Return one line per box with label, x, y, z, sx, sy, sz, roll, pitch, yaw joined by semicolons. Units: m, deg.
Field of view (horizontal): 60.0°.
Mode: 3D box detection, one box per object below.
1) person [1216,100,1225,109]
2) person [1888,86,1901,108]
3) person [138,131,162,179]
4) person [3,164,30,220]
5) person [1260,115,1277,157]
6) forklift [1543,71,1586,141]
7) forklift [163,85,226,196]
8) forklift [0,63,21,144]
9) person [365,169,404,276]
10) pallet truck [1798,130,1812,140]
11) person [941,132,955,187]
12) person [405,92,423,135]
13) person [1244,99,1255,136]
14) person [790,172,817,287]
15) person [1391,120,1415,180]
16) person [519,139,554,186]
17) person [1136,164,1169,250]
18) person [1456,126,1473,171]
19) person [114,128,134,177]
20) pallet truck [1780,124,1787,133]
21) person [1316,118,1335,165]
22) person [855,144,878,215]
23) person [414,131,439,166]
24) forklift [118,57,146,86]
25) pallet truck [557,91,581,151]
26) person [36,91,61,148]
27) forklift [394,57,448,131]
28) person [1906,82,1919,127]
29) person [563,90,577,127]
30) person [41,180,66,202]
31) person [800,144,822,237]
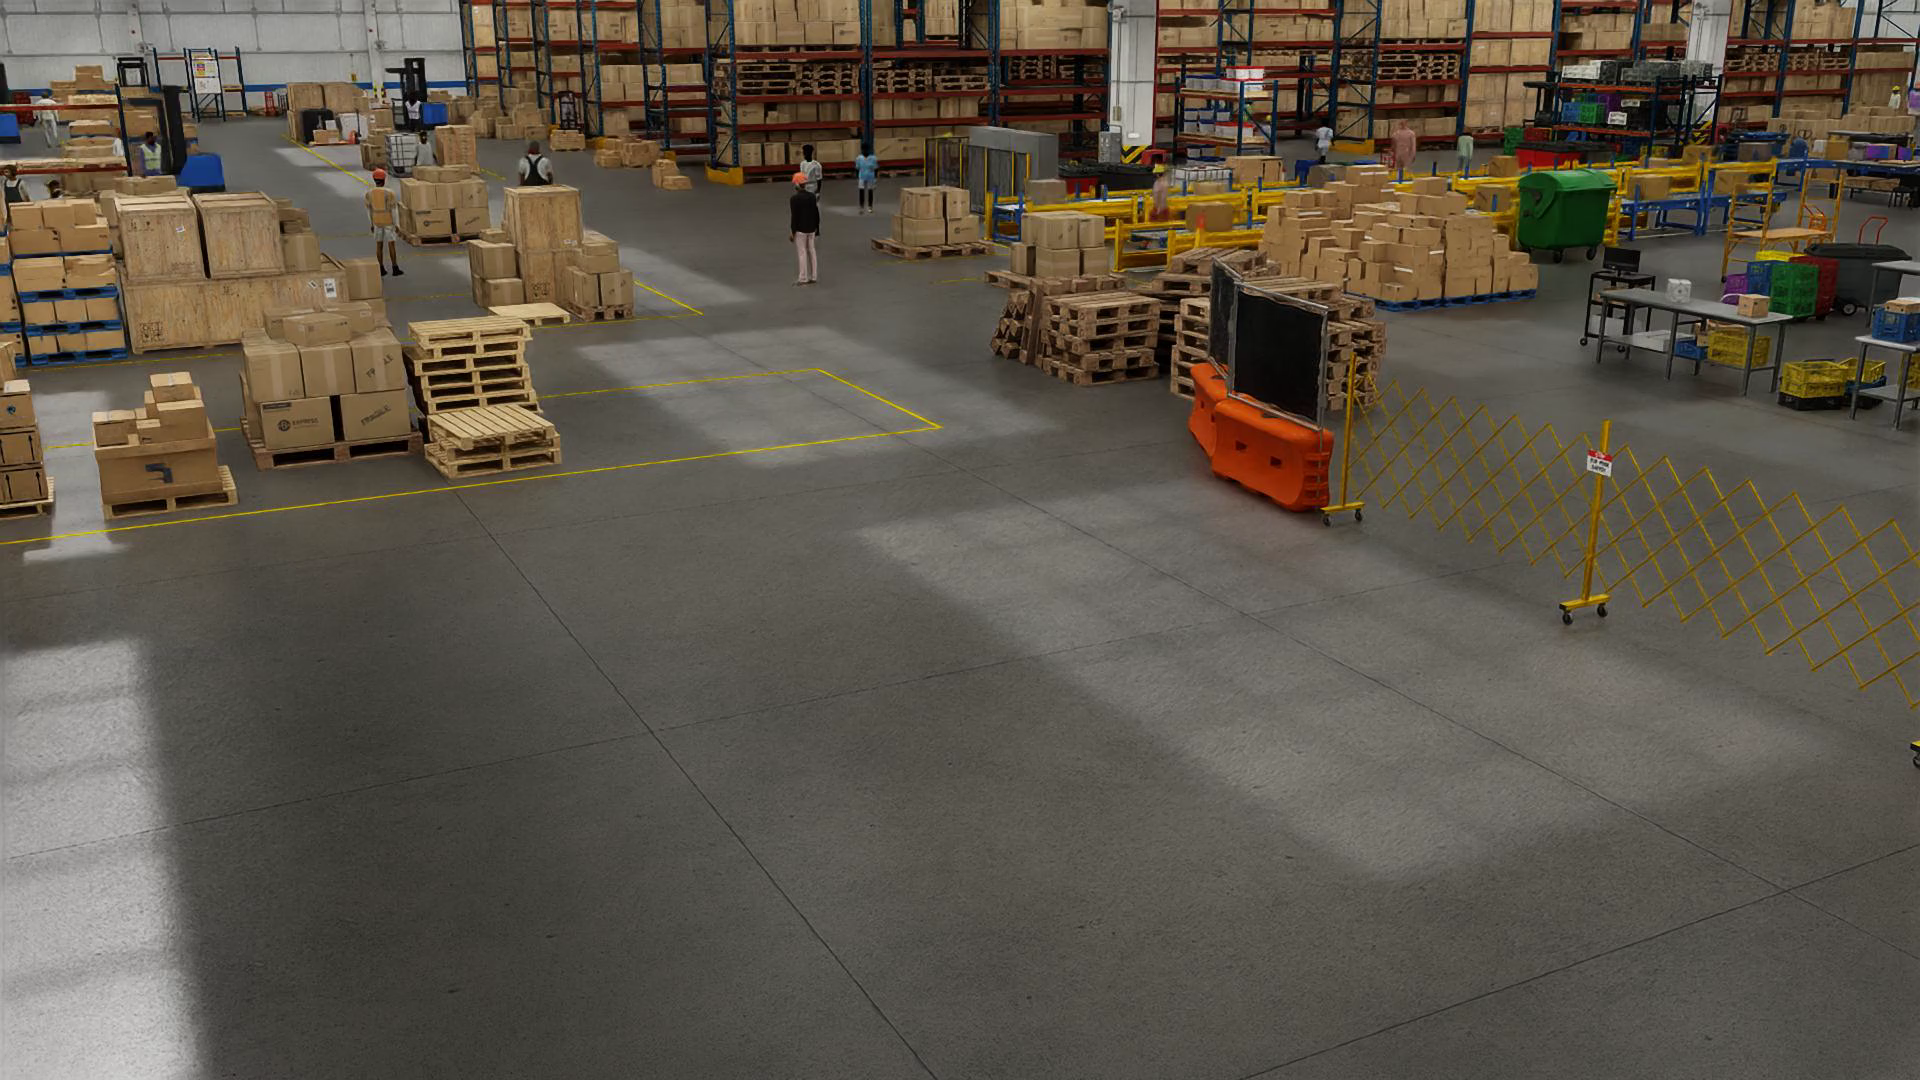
person;9.397;-15.403;60.321;1.056;1.991;0.630;15;23;39
person;36.976;-17.088;65.898;0.301;1.772;0.531;-4;18;-12
person;-19.897;-9.101;40.865;1.018;1.866;0.603;12;21;33
person;-18.384;-6.403;32.470;0.506;1.843;0.351;3;18;8
person;8.798;-11.209;47.492;0.441;1.812;0.611;-12;22;-34
forklift;18.685;-13.231;52.085;1.873;2.768;1.129;-9;20;-26
forklift;-20.135;-10.273;42.861;1.873;2.768;1.129;-9;20;-26
forklift;-34.572;-15.629;59.561;1.129;2.768;1.873;-12;22;-34
person;-10.552;-5.808;30.461;0.543;1.939;0.360;1;18;3
pallet truck;25.526;-11.556;49.408;1.630;1.274;0.653;-9;20;-26
person;-0.341;-9.339;41.765;0.429;1.750;0.577;-5;18;-14
person;-19.188;-14.798;58.541;0.609;1.909;0.386;2;18;6
person;10.504;-15.134;59.978;0.862;1.652;0.557;3;18;9
person;-2.764;-5.454;29.261;0.385;1.997;0.613;14;23;37
person;11.884;-10.281;44.522;0.752;1.870;0.474;12;21;33
person;-9.174;-7.711;36.227;0.697;2.000;0.751;-1;18;-2
person;4.078;-6.740;33.721;0.915;1.722;0.527;-8;19;-23
person;13.896;-10.578;45.824;0.275;1.629;0.509;-14;22;-36
person;-21.370;-9.576;42.401;1.021;1.829;0.584;-10;20;-29
pallet truck;25.206;-12.542;52.601;1.601;1.201;0.680;0;18;-2
person;10.683;-11.561;48.860;0.888;1.655;0.545;-14;22;-37
person;-2.225;-8.568;39.538;0.539;1.639;0.898;0;18;1
person;-13.129;-9.166;41.104;0.530;1.834;0.896;-15;23;-39
forklift;-33.164;-17.981;66.893;1.129;2.768;1.873;-9;20;-26
pallet truck;-13.495;-14.412;57.188;0.823;1.965;1.885;-3;18;-9
person;-31.864;-14.690;58.149;0.634;1.938;0.355;-6;19;-18
forklift;-21.553;-17.740;66.141;1.873;2.768;1.129;6;19;17
person;37.869;-17.203;66.021;0.544;1.921;0.462;14;22;37
person;-14.390;-15.680;61.399;0.430;1.841;0.624;9;20;27
person;-15.995;-5.489;29.660;0.933;1.823;0.504;5;19;17
person;-3.216;-7.482;35.632;0.603;1.967;0.366;14;23;37
